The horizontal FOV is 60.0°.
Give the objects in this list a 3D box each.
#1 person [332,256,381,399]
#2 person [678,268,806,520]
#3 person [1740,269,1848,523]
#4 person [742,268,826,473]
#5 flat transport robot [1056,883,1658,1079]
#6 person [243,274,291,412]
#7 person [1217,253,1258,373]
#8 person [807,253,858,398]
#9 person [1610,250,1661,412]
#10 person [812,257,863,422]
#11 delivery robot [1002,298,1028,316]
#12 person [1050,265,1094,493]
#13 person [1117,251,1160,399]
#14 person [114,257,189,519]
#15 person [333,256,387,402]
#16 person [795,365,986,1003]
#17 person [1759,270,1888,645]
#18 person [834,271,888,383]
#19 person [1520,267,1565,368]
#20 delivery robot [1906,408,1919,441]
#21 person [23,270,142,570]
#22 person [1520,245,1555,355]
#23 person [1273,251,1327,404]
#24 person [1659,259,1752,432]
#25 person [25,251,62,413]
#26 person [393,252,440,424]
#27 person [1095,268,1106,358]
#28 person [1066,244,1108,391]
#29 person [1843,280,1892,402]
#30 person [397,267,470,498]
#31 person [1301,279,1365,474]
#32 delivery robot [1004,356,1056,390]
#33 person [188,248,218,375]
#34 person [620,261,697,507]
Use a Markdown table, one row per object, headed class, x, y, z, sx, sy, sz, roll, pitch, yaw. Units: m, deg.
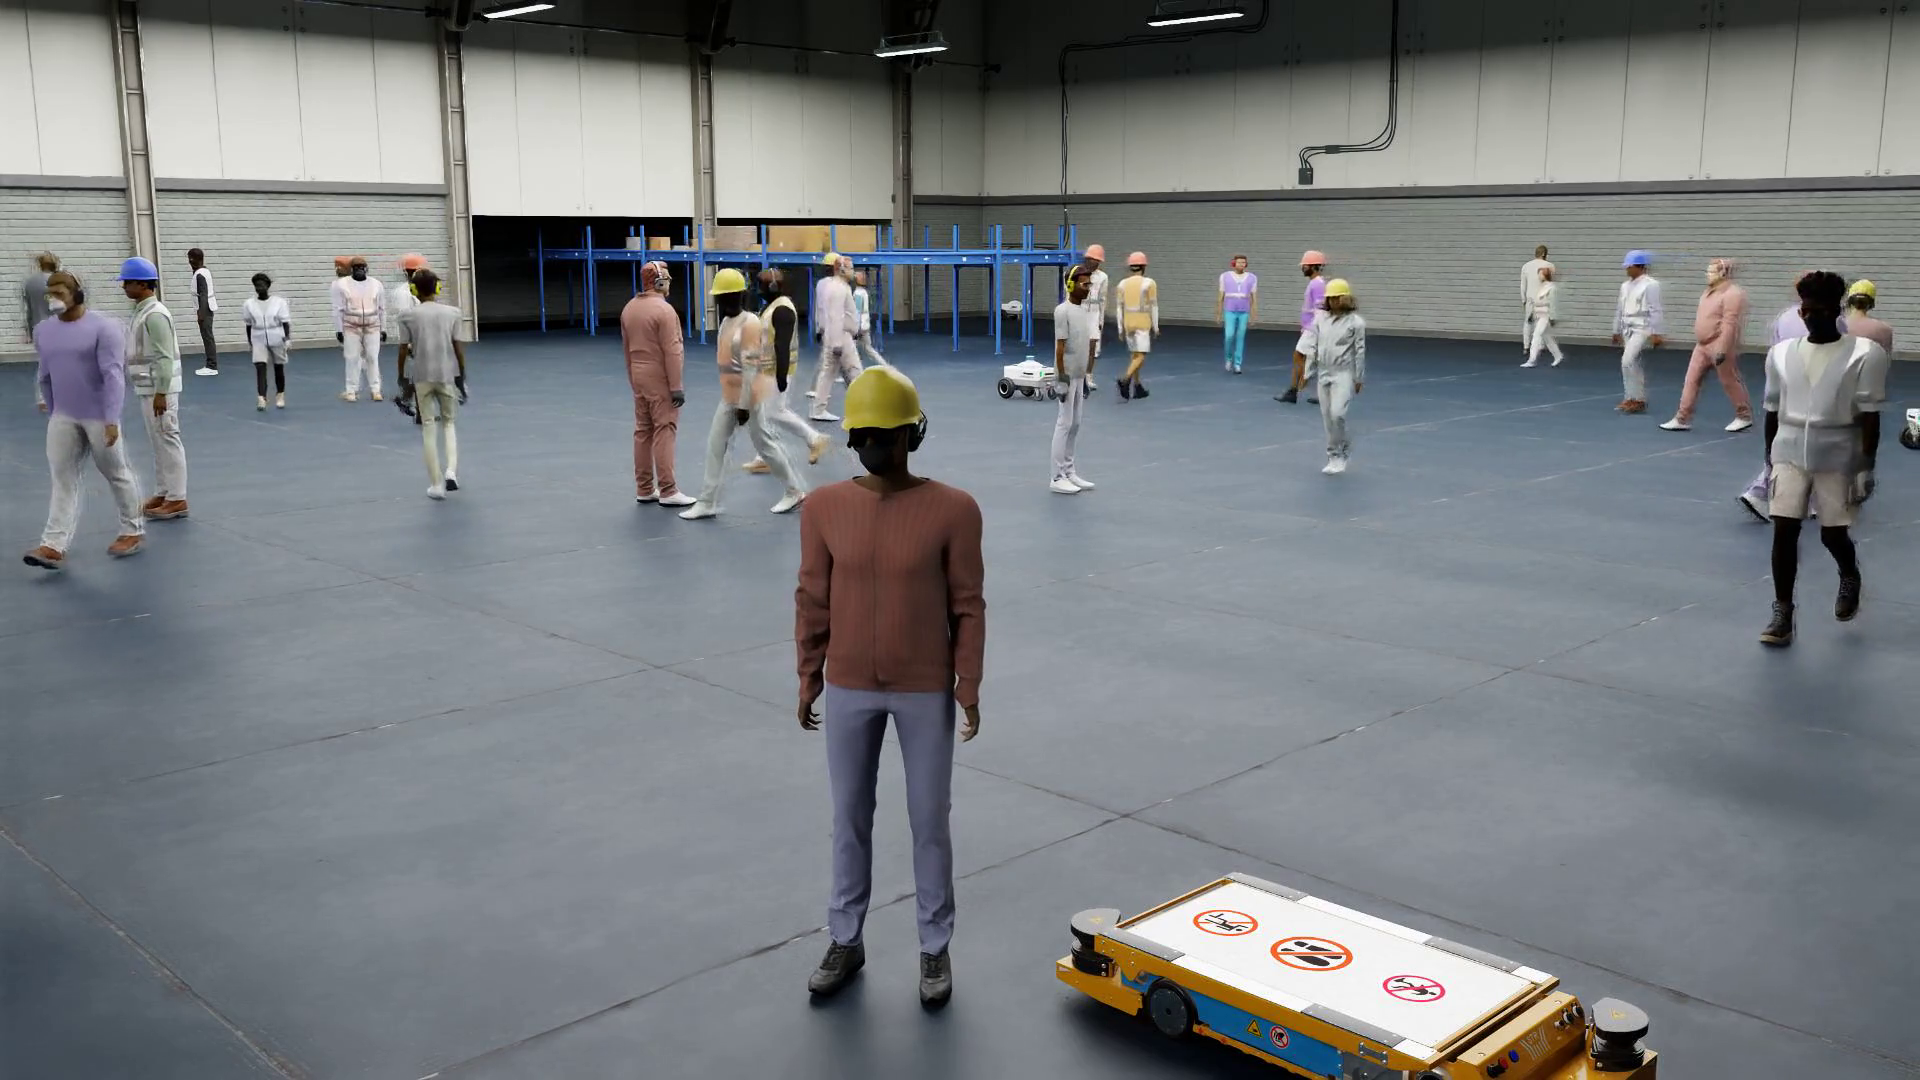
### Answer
| class | x | y | z | sx | sy | sz | roll | pitch | yaw |
| --- | --- | --- | --- | --- | --- | --- | --- | --- | --- |
| person | -7.921 | -2.808 | 21.865 | 0.608 | 1.857 | 0.788 | 5 | 11 | 24 |
| person | -1.616 | -1.106 | 12.540 | 1.009 | 1.876 | 0.585 | -7 | 13 | -34 |
| person | 6.251 | -1.068 | 12.321 | 0.938 | 1.874 | 0.661 | -1 | 10 | -8 |
| person | -1.599 | -1.512 | 14.865 | 0.675 | 1.819 | 0.636 | -4 | 11 | -21 |
| flat transport robot | 1.002 | 1.205 | 4.401 | 0.652 | 0.197 | 1.431 | -10 | 14 | -44 |
| person | -8.383 | -2.397 | 20.159 | 0.537 | 1.650 | 0.871 | -3 | 11 | -15 |
| person | 4.265 | -3.475 | 25.539 | 0.607 | 1.828 | 0.497 | 0 | 10 | -1 |
| person | -1.621 | -2.793 | 21.711 | 0.960 | 1.877 | 0.600 | -5 | 12 | -26 |
| person | 7.990 | -2.478 | 19.838 | 0.658 | 1.923 | 0.652 | -2 | 11 | -12 |
| person | -1.246 | -2.270 | 18.883 | 0.960 | 1.855 | 0.673 | -2 | 11 | -11 |
| delivery robot | 1.381 | -5.810 | 41.623 | 0.477 | 0.478 | 0.707 | -10 | 14 | -44 |
| person | 0.940 | -1.335 | 13.791 | 0.309 | 1.864 | 0.535 | 5 | 12 | 26 |
| person | 2.256 | -2.772 | 21.515 | 0.555 | 1.912 | 0.823 | 8 | 13 | 38 |
| person | -6.061 | -1.142 | 12.505 | 0.403 | 1.948 | 0.605 | -7 | 13 | -35 |
| person | -7.657 | -2.695 | 21.270 | 0.633 | 1.842 | 0.429 | -6 | 12 | -28 |
| person | -0.198 | 0.404 | 4.574 | 0.534 | 1.767 | 0.318 | 2 | 11 | 11 |
| person | 4.503 | -0.437 | 8.681 | 0.703 | 1.940 | 0.621 | -10 | 14 | -43 |
| person | -1.384 | -3.064 | 23.921 | 0.776 | 1.604 | 0.503 | 2 | 11 | 13 |
| person | 9.438 | -3.587 | 26.768 | 0.813 | 1.608 | 0.505 | -2 | 11 | -10 |
| delivery robot | 9.732 | -1.174 | 16.347 | 0.707 | 0.478 | 0.477 | 2 | 11 | 10 |
| person | -5.651 | -0.776 | 10.676 | 0.651 | 1.882 | 1.029 | 1 | 10 | 7 |
| person | 10.321 | -4.293 | 29.738 | 0.376 | 1.931 | 0.629 | -9 | 14 | -42 |
| person | 4.313 | -2.660 | 20.892 | 0.859 | 1.901 | 0.563 | 3 | 11 | 15 |
| person | 8.169 | -2.095 | 17.962 | 0.985 | 1.862 | 0.661 | -1 | 10 | -7 |
| person | -10.865 | -2.521 | 20.121 | 0.664 | 1.906 | 0.853 | 6 | 12 | 29 |
| person | -6.153 | -2.275 | 18.758 | 0.499 | 1.918 | 0.560 | 1 | 10 | 7 |
| person | 2.304 | -3.963 | 28.784 | 0.524 | 1.624 | 0.374 | 5 | 11 | 24 |
| person | 1.709 | -3.097 | 23.070 | 0.652 | 1.991 | 0.913 | -3 | 11 | -16 |
| person | 7.405 | -1.273 | 13.797 | 0.546 | 1.734 | 0.795 | 6 | 12 | 30 |
| person | -4.283 | -1.277 | 13.513 | 0.552 | 1.849 | 0.439 | -5 | 12 | -27 |
| person | 3.292 | -1.438 | 14.734 | 0.490 | 1.727 | 0.530 | 9 | 14 | 42 |
| delivery robot | 0.916 | -2.162 | 21.730 | 0.477 | 0.478 | 0.707 | -10 | 14 | -44 |
| person | -11.536 | -3.485 | 25.377 | 0.393 | 1.915 | 0.591 | -4 | 11 | -22 |
| person | -2.364 | -1.228 | 13.086 | 0.406 | 1.911 | 0.636 | -10 | 14 | -44 |
